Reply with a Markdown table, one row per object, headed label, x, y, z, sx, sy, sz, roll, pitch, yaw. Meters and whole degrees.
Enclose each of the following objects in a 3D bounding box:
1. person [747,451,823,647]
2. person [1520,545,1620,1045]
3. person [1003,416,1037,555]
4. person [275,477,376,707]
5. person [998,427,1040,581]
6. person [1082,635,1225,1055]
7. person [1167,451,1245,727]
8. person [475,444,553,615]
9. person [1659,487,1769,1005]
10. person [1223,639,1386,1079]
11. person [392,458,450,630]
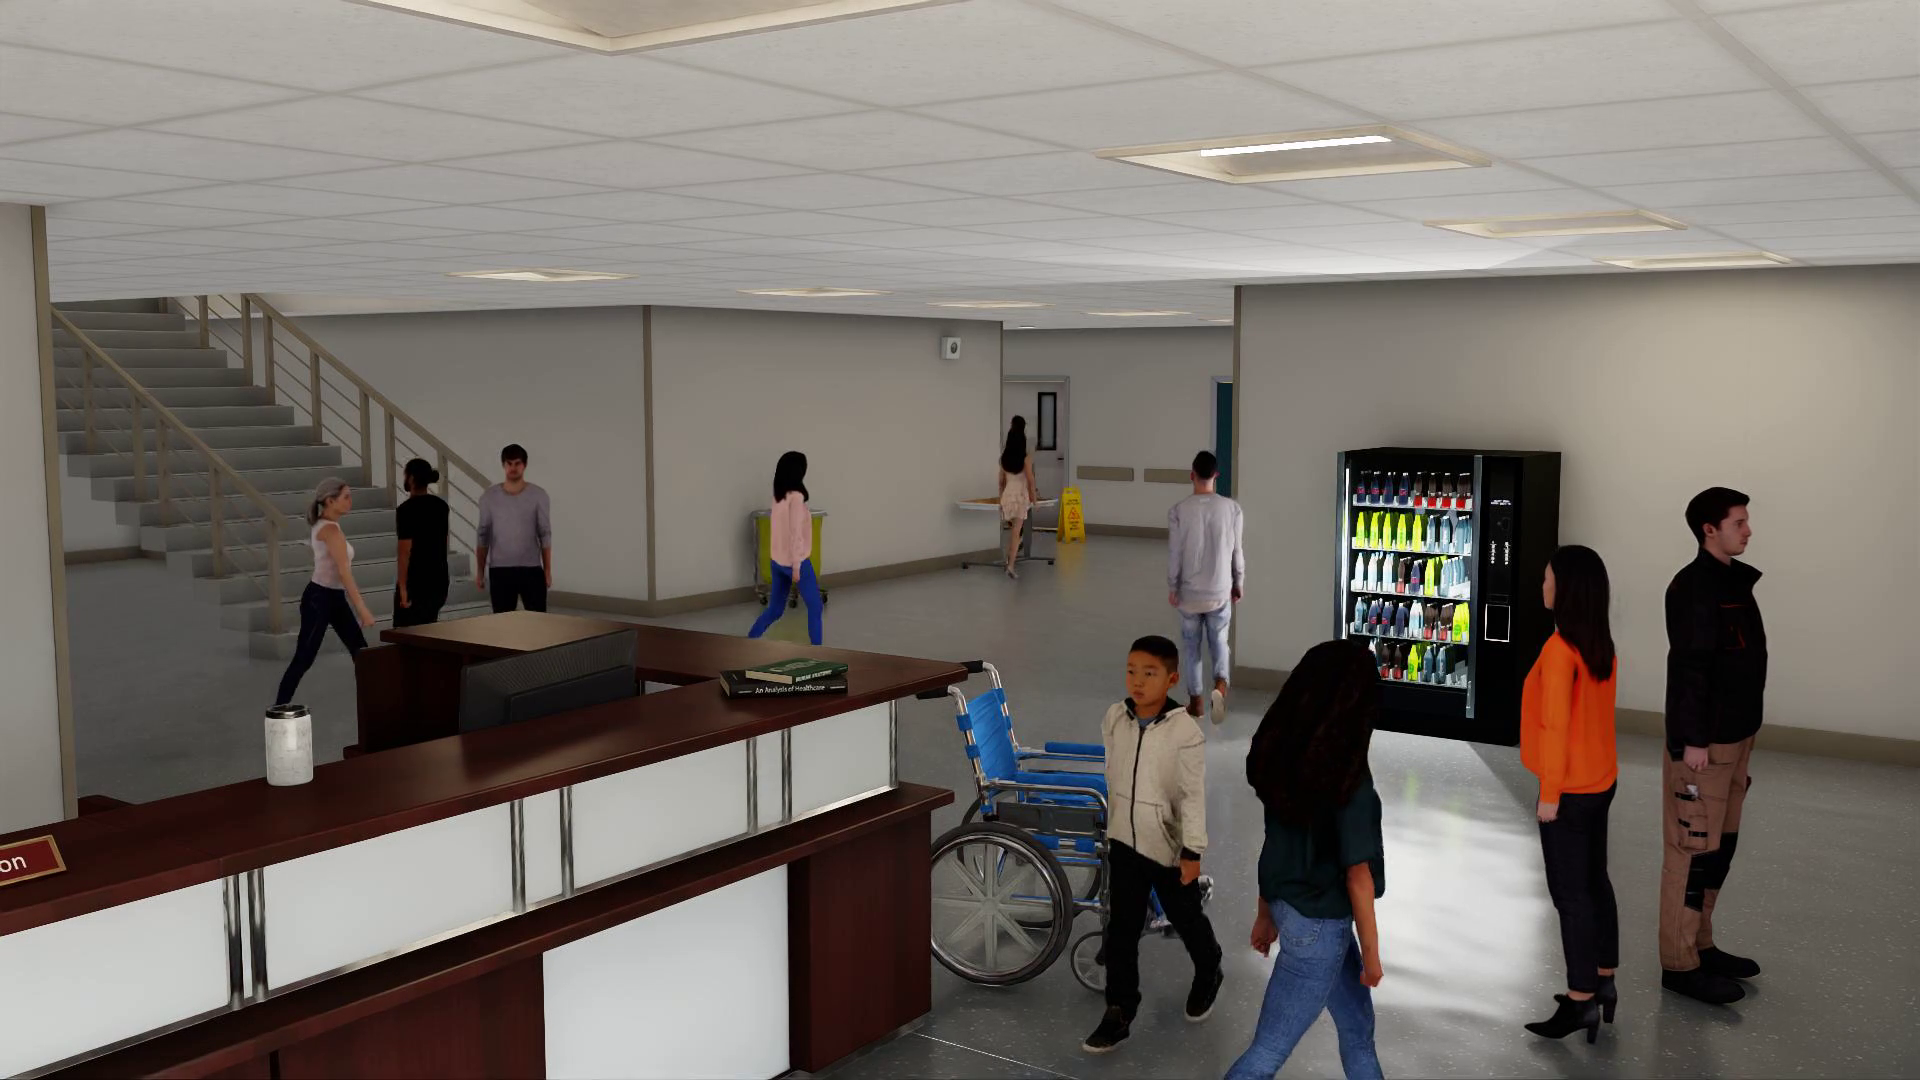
| label | x | y | z | sx | sy | sz | roll | pitch | yaw |
| --- | --- | --- | --- | --- | --- | --- | --- | --- | --- |
| person | -1.373 | 0.220 | 12.615 | 1.029 | 1.732 | 1.172 | -3 | 7 | -31 |
| person | 2.207 | 0.887 | 5.928 | 0.555 | 1.743 | 0.614 | 4 | 7 | 36 |
| person | 0.796 | -0.695 | 21.437 | 0.888 | 1.785 | 0.968 | -4 | 7 | -32 |
| person | -4.108 | 0.472 | 10.505 | 1.102 | 1.652 | 1.196 | -3 | 6 | -24 |
| person | 0.576 | -0.401 | 18.833 | 0.524 | 1.723 | 0.647 | 4 | 7 | 37 |
| person | 0.730 | 1.047 | 5.872 | 0.886 | 1.435 | 0.643 | 4 | 7 | 34 |
| person | 1.650 | 0.332 | 11.045 | 1.116 | 1.822 | 1.102 | 0 | 6 | -1 |
| person | -3.215 | 0.221 | 12.060 | 0.766 | 1.841 | 0.844 | 0 | 6 | -4 |
| person | 2.863 | 0.753 | 6.355 | 0.582 | 1.925 | 0.699 | 4 | 7 | 37 |
| person | 0.917 | 1.102 | 4.661 | 1.091 | 1.568 | 1.080 | -2 | 6 | -16 |
| person | -3.687 | 0.318 | 11.574 | 0.884 | 1.745 | 0.712 | 3 | 6 | 24 |
